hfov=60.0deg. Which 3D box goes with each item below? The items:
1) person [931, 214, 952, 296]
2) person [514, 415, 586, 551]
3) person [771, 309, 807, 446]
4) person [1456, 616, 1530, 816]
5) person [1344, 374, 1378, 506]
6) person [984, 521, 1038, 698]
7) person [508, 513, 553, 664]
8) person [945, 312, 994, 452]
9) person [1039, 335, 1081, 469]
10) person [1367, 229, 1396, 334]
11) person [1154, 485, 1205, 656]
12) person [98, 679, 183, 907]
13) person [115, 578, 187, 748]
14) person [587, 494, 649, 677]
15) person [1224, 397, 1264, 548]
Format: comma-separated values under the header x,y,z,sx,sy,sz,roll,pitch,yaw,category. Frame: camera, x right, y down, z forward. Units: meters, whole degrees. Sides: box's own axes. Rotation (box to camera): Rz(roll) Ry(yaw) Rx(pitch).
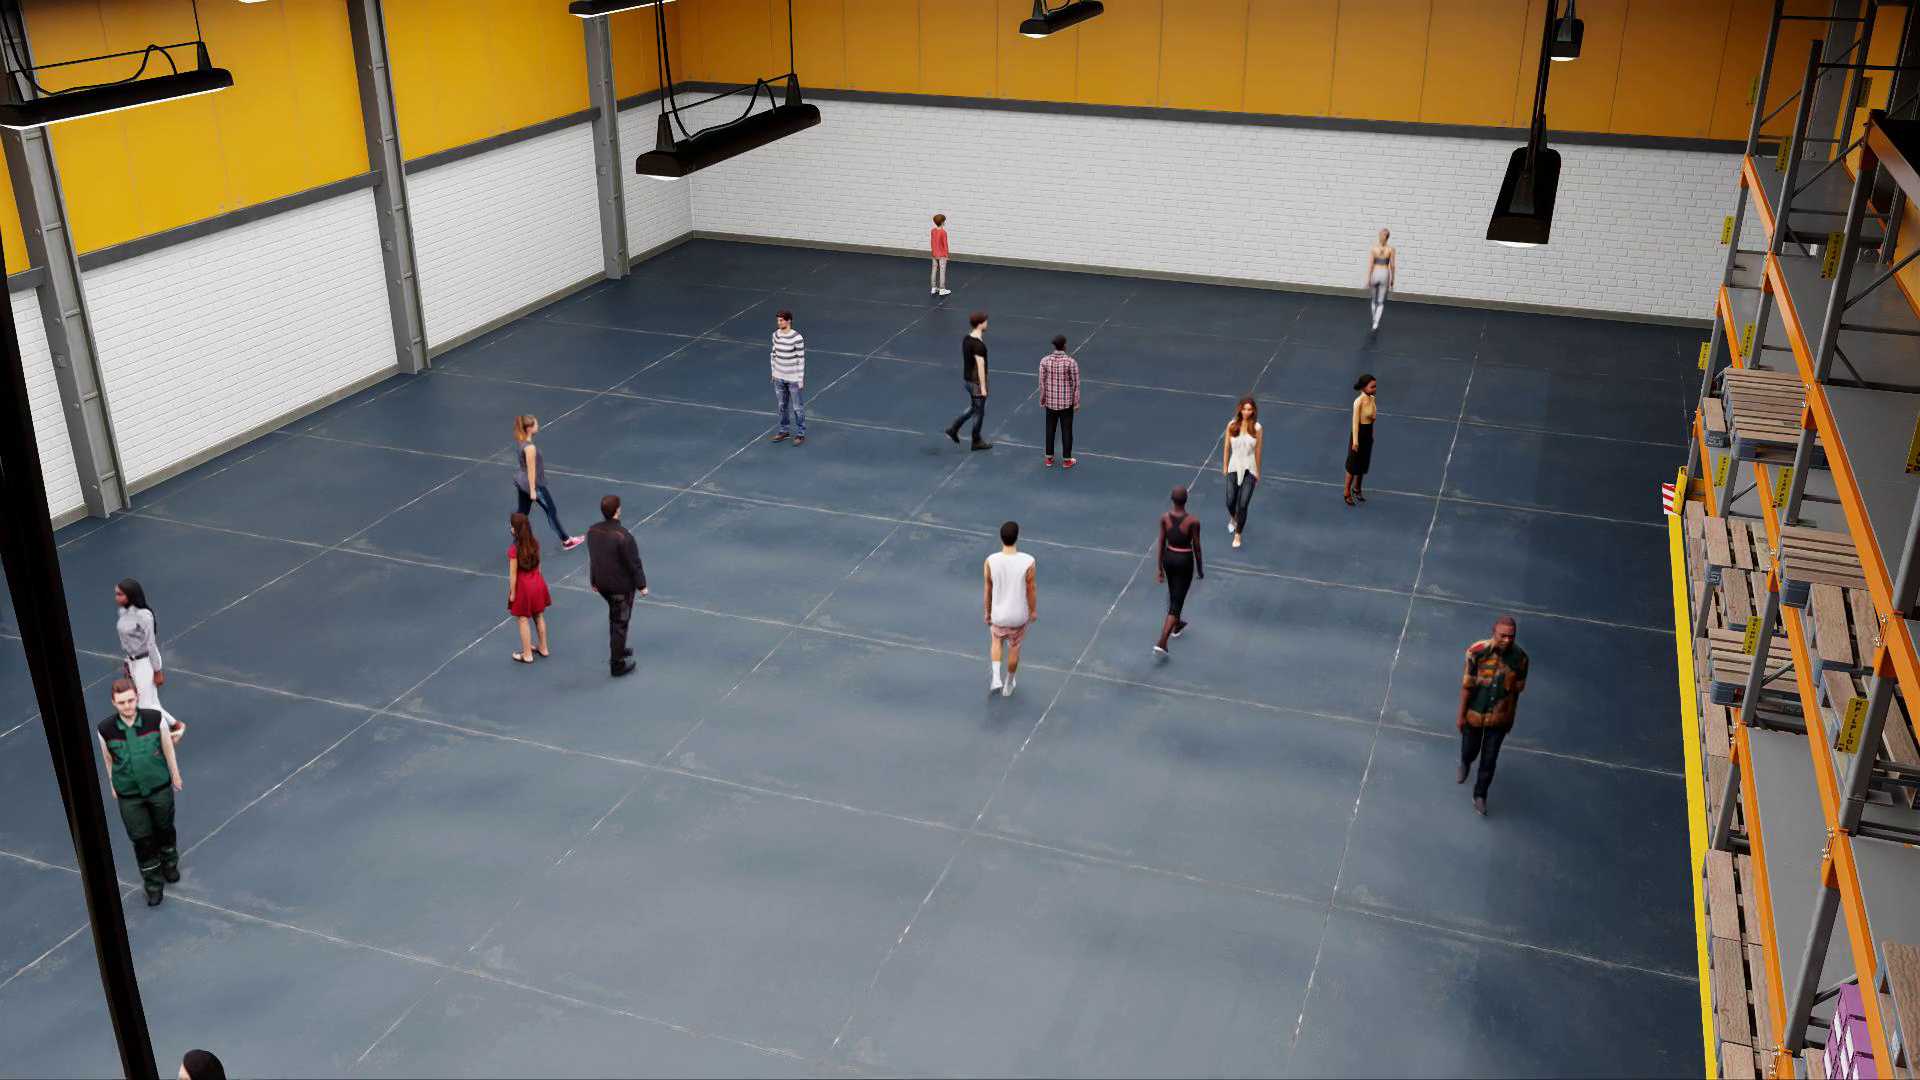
x,y,z,sx,sy,sz,roll,pitch,yaw,category
-0.366,-5.042,29.299,0.575,1.416,0.561,18,29,35,person
-4.912,-0.561,18.705,1.119,1.692,0.967,-15,28,-31,person
-2.288,-2.191,22.233,0.686,1.852,0.585,13,27,28,person
4.449,1.417,14.056,0.757,1.792,0.907,4,24,9,person
4.898,-1.231,20.289,0.695,1.651,0.585,21,31,39,person
0.449,0.704,15.707,0.698,1.775,0.758,4,24,8,person
-4.294,0.465,16.537,0.683,1.549,0.611,15,28,31,person
0.113,-2.061,21.899,0.989,1.881,0.959,-7,24,-15,person
1.285,-1.798,21.451,0.701,1.760,0.592,6,24,14,person
6.822,-4.184,27.023,0.607,1.668,1.122,7,25,16,person
2.146,0.328,16.631,0.758,1.723,1.199,15,28,30,person
-6.343,1.883,12.932,0.908,1.838,0.960,-12,26,-25,person
-7.202,1.109,14.852,0.715,1.718,0.745,18,29,35,person
-3.425,0.470,16.184,0.819,1.821,0.784,15,28,31,person
3.268,-0.809,19.171,0.619,1.773,0.752,6,24,14,person
